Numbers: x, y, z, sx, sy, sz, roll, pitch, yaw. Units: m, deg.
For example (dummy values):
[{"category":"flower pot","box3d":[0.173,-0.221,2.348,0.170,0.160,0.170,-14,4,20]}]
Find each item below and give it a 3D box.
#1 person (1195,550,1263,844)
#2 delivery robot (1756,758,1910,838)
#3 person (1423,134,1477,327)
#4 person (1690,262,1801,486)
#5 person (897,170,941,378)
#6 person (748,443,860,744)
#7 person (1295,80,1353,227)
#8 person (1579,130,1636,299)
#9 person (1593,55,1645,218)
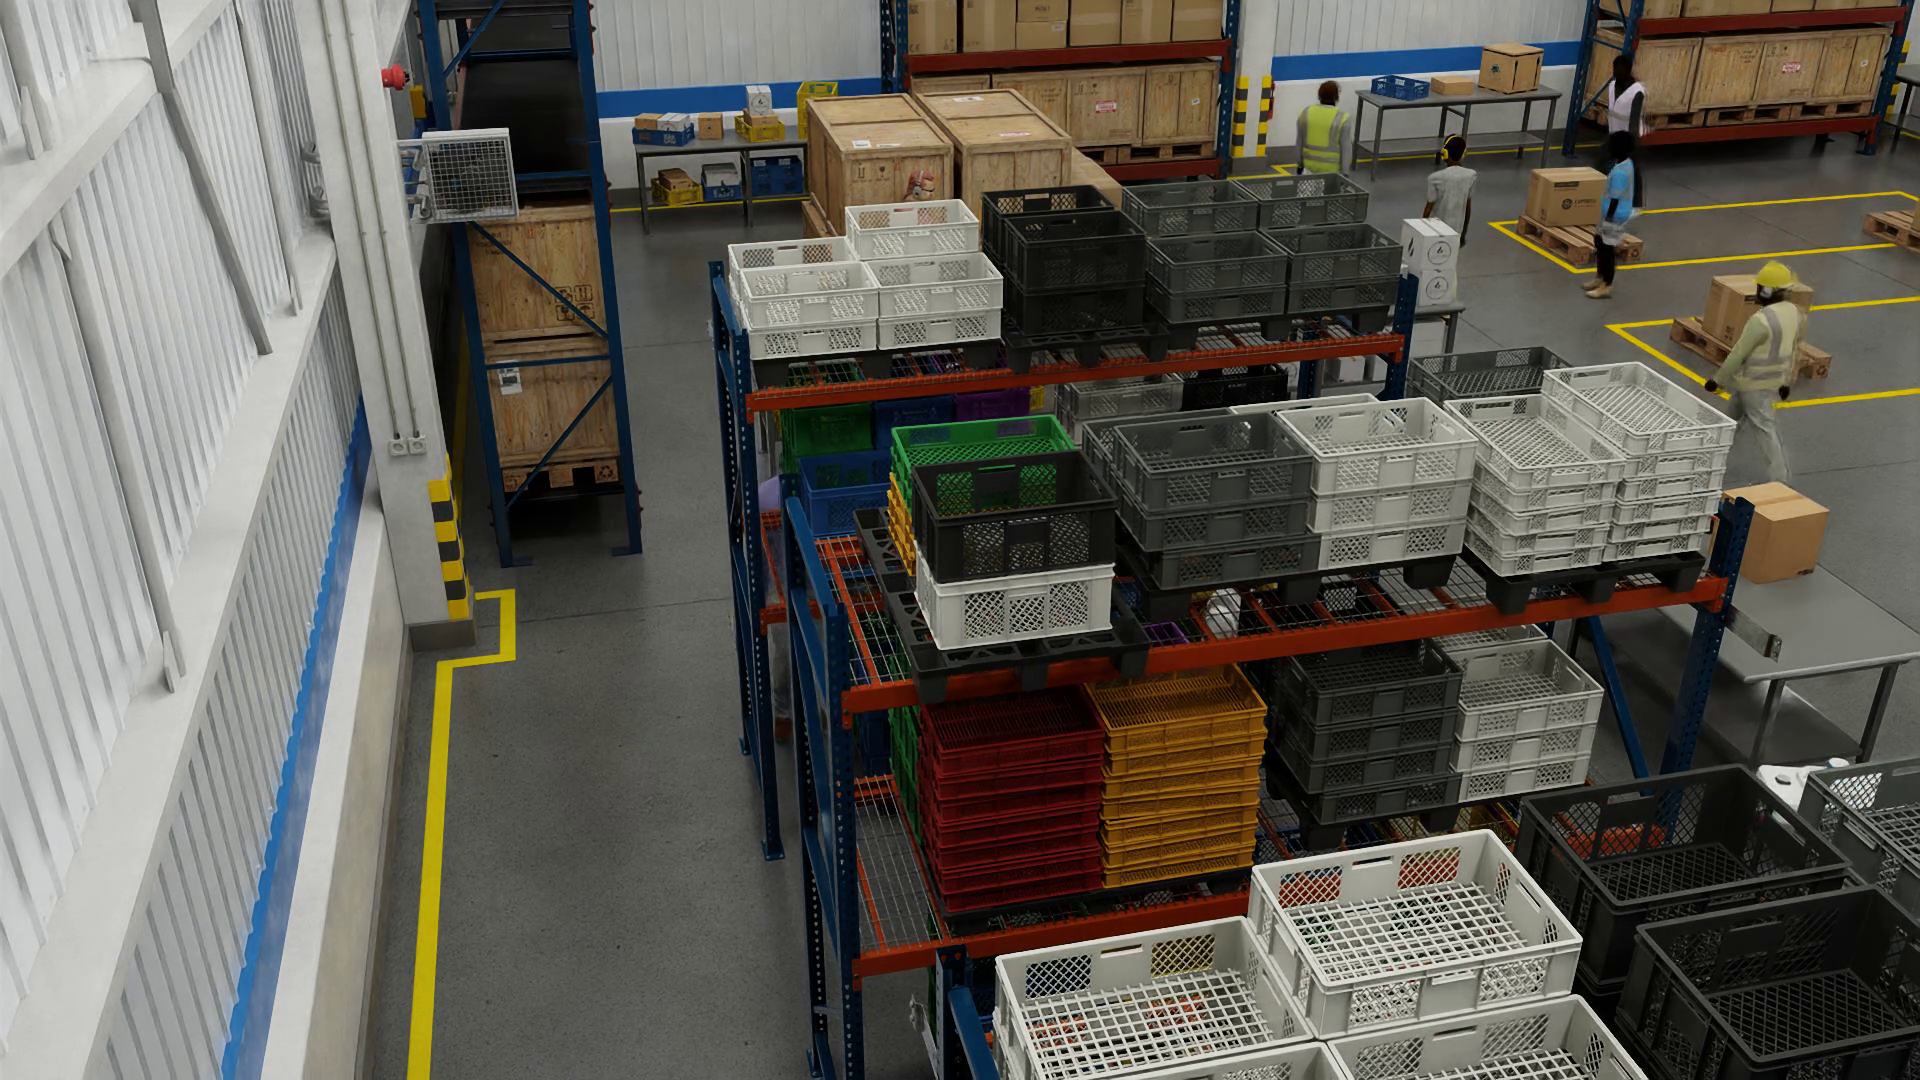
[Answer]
[{"category":"person","box3d":[1.421,0.800,8.780,0.362,1.886,0.575,11,30,20]},{"category":"delivery robot","box3d":[4.681,1.399,8.964,0.707,0.478,0.477,3,28,6]},{"category":"person","box3d":[4.631,-2.941,15.912,0.501,1.862,0.327,-4,28,-8]},{"category":"person","box3d":[6.138,-1.251,12.795,0.576,1.783,0.977,-24,36,-38]},{"category":"person","box3d":[-0.359,-2.313,14.671,0.406,1.903,0.639,-1,28,-2]},{"category":"person","box3d":[-0.890,0.292,9.709,0.650,1.929,0.452,-2,28,-4]},{"category":"person","box3d":[3.938,-4.038,18.033,0.649,1.829,0.435,20,34,33]},{"category":"person","box3d":[6.539,-3.267,16.701,0.383,1.685,0.558,12,30,21]},{"category":"person","box3d":[7.541,-4.611,19.080,1.027,1.849,0.685,-7,29,-13]}]
